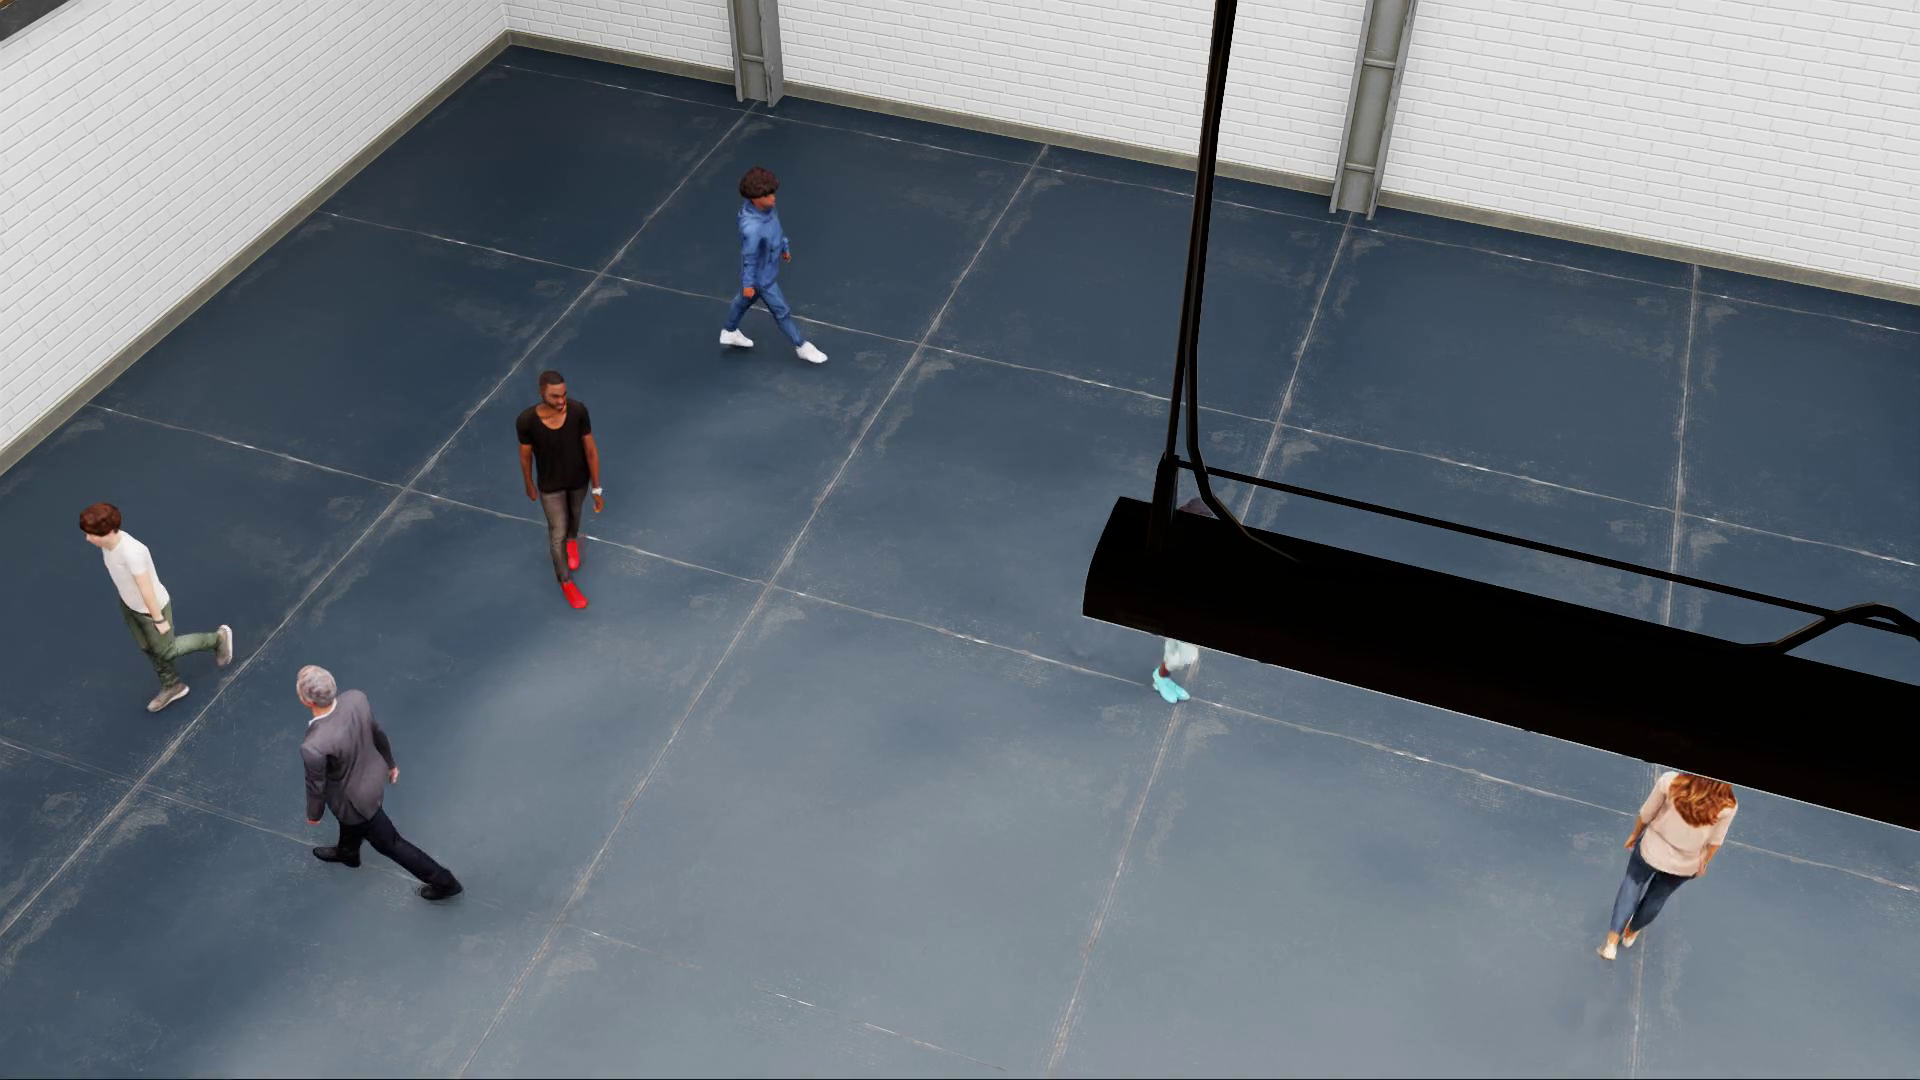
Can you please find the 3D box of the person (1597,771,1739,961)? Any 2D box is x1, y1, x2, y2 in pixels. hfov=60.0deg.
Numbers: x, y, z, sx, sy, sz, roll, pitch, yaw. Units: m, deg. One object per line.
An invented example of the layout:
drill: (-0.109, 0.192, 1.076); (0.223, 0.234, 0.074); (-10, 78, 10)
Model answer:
person: (3.812, 1.753, 8.973); (0.799, 1.779, 0.758); (24, 49, 23)

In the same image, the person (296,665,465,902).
person: (-3.302, 1.422, 9.311); (1.295, 1.791, 0.856); (6, 44, 7)

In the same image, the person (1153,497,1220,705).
person: (1.345, 0.362, 10.478); (0.671, 1.717, 0.667); (30, 51, 27)

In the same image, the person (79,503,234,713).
person: (-5.081, 0.368, 10.526); (0.900, 1.642, 0.785); (26, 49, 25)

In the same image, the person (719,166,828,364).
person: (-1.635, -2.139, 13.071); (1.203, 1.761, 0.882); (6, 44, 6)

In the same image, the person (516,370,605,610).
person: (-2.713, -0.477, 11.321); (1.050, 1.769, 1.122); (-17, 46, -17)
